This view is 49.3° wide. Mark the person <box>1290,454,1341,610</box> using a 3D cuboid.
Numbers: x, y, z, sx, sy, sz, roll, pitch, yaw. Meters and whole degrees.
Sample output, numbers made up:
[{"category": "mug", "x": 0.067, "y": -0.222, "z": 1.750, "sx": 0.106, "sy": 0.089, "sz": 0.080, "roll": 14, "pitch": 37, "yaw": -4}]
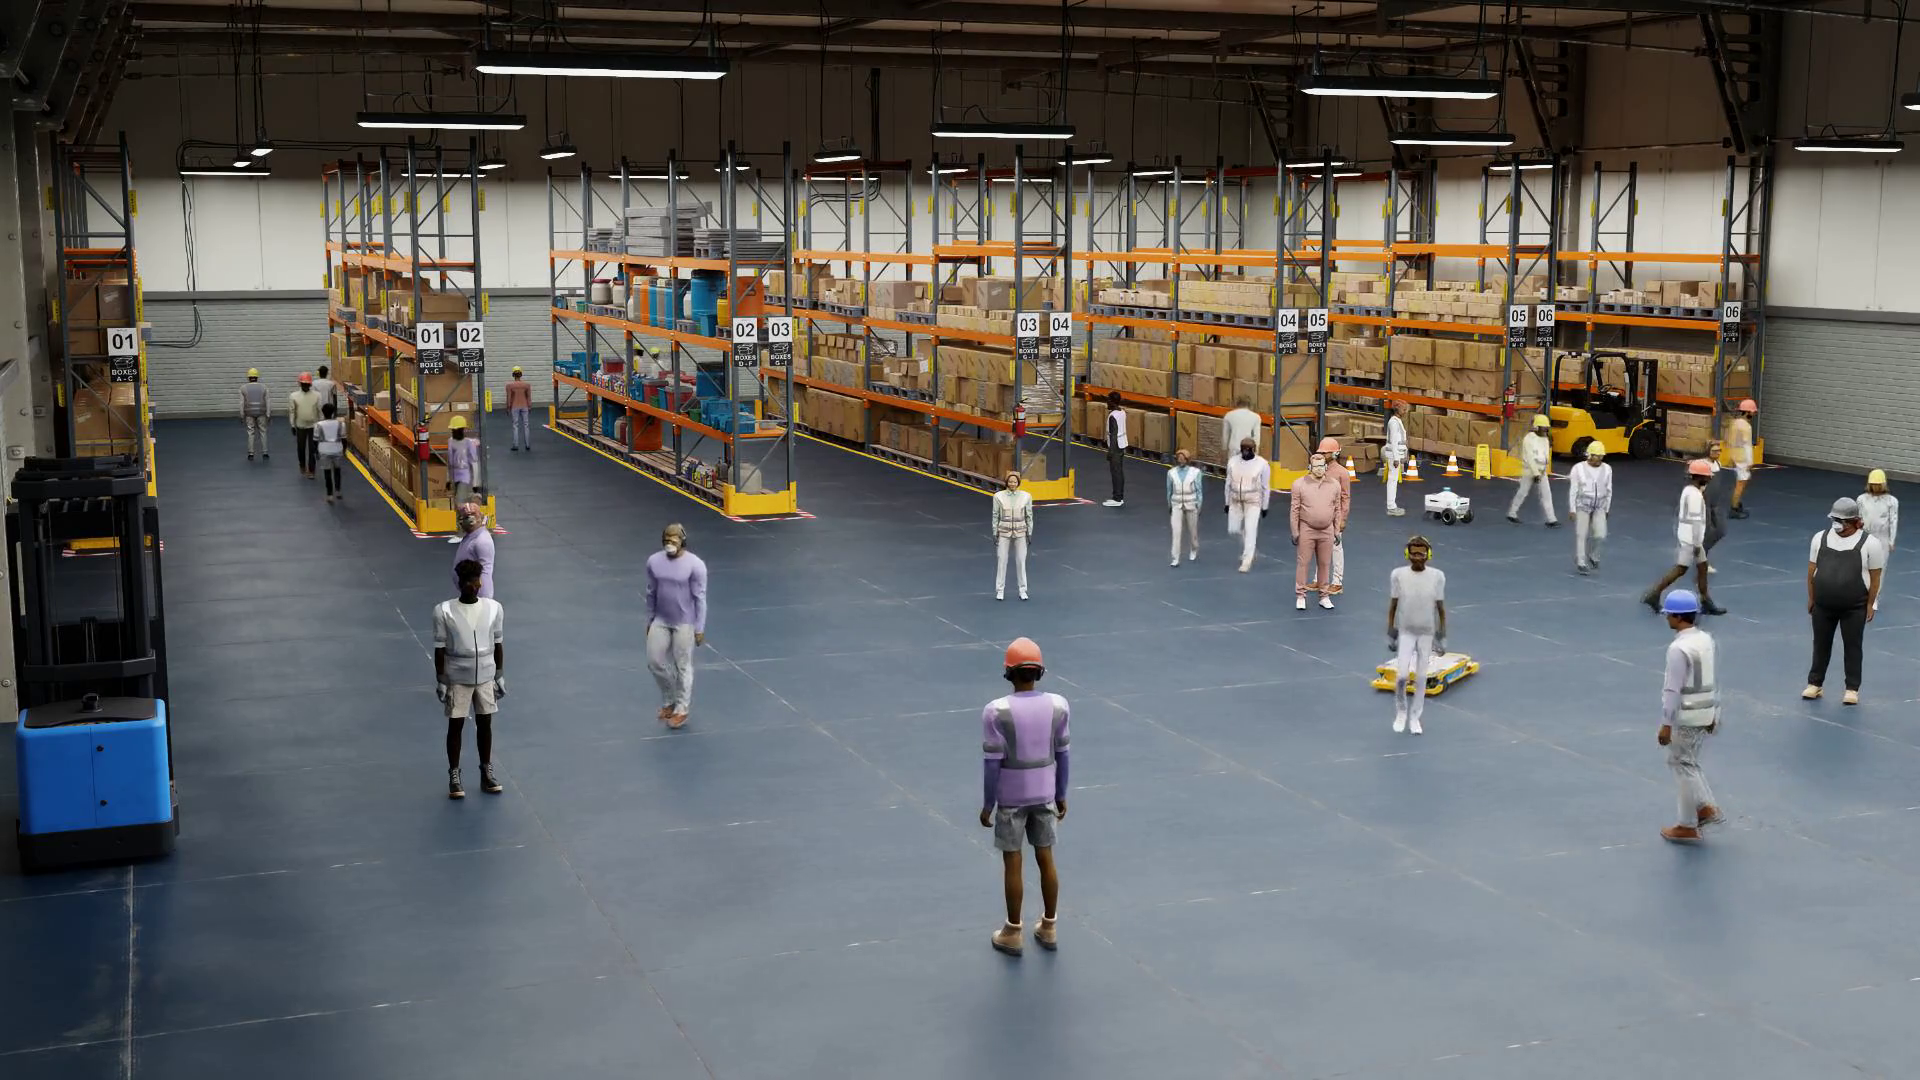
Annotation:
[{"category": "person", "x": 4.362, "y": -0.103, "z": 25.638, "sx": 0.649, "sy": 1.907, "sz": 0.409, "roll": -1, "pitch": 9, "yaw": -8}]

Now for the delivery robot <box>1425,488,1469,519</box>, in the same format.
[{"category": "delivery robot", "x": 7.716, "y": -0.587, "z": 33.182, "sx": 0.477, "sy": 0.478, "sz": 0.707, "roll": -6, "pitch": 10, "yaw": -35}]

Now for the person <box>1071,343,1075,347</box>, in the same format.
[{"category": "person", "x": 3.003, "y": -4.395, "z": 55.256, "sx": 0.818, "sy": 1.589, "sz": 0.526, "roll": 1, "pitch": 9, "yaw": 4}]

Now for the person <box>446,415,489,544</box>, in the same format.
[{"category": "person", "x": -7.346, "y": -0.925, "z": 31.134, "sx": 0.602, "sy": 1.901, "sz": 0.734, "roll": 8, "pitch": 12, "yaw": 42}]

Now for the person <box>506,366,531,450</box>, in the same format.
[{"category": "person", "x": -9.236, "y": -2.756, "z": 43.824, "sx": 0.523, "sy": 1.760, "sz": 0.324, "roll": -4, "pitch": 9, "yaw": -26}]

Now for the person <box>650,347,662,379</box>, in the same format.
[{"category": "person", "x": -7.354, "y": -3.857, "z": 51.212, "sx": 0.710, "sy": 1.745, "sz": 0.537, "roll": -4, "pitch": 9, "yaw": -22}]

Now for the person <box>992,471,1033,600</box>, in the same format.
[{"category": "person", "x": 0.657, "y": -0.057, "z": 26.262, "sx": 0.513, "sy": 1.630, "sz": 0.318, "roll": 0, "pitch": 9, "yaw": -2}]

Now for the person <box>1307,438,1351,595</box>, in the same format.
[{"category": "person", "x": 4.701, "y": -0.313, "z": 26.748, "sx": 0.381, "sy": 1.994, "sz": 0.622, "roll": -6, "pitch": 11, "yaw": -37}]

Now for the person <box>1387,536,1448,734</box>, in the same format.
[{"category": "person", "x": 4.224, "y": 0.878, "z": 19.277, "sx": 0.537, "sy": 1.849, "sz": 0.483, "roll": 1, "pitch": 9, "yaw": 7}]

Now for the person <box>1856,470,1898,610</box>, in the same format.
[{"category": "person", "x": 11.156, "y": 0.001, "z": 25.538, "sx": 0.498, "sy": 1.726, "sz": 0.451, "roll": 5, "pitch": 10, "yaw": 30}]

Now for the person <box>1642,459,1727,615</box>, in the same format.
[{"category": "person", "x": 8.765, "y": -0.041, "z": 25.275, "sx": 0.954, "sy": 1.904, "sz": 0.558, "roll": 2, "pitch": 9, "yaw": 14}]

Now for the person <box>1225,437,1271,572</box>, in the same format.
[{"category": "person", "x": 3.910, "y": -0.497, "z": 28.511, "sx": 0.645, "sy": 1.832, "sz": 0.506, "roll": 5, "pitch": 10, "yaw": 30}]

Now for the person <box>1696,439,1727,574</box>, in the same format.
[{"category": "person", "x": 10.118, "y": -0.456, "z": 28.241, "sx": 0.545, "sy": 1.829, "sz": 0.400, "roll": -6, "pitch": 11, "yaw": -36}]

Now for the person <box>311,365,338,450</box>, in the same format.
[{"category": "person", "x": -13.039, "y": -2.661, "z": 42.905, "sx": 0.562, "sy": 1.836, "sz": 0.847, "roll": -3, "pitch": 9, "yaw": -22}]

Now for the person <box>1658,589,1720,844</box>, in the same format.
[{"category": "person", "x": 5.512, "y": 1.336, "z": 15.955, "sx": 0.462, "sy": 1.926, "sz": 0.628, "roll": 7, "pitch": 11, "yaw": 37}]

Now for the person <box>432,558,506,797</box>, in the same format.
[{"category": "person", "x": -4.038, "y": 1.121, "z": 17.278, "sx": 0.606, "sy": 1.967, "sz": 0.367, "roll": -5, "pitch": 10, "yaw": -32}]

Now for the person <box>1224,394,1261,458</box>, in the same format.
[{"category": "person", "x": 4.727, "y": -1.510, "z": 35.113, "sx": 0.637, "sy": 1.891, "sz": 1.013, "roll": 2, "pitch": 9, "yaw": 13}]

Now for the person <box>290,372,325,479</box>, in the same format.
[{"category": "person", "x": -12.109, "y": -2.125, "z": 38.887, "sx": 0.616, "sy": 1.978, "sz": 0.429, "roll": -3, "pitch": 9, "yaw": -19}]

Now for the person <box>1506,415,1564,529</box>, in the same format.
[{"category": "person", "x": 8.929, "y": -1.071, "z": 32.541, "sx": 0.573, "sy": 1.779, "sz": 0.958, "roll": -6, "pitch": 10, "yaw": -35}]

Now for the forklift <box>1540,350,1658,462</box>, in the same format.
[{"category": "forklift", "x": 12.897, "y": -2.725, "z": 42.309, "sx": 2.313, "sy": 2.155, "sz": 1.214, "roll": -3, "pitch": 9, "yaw": -21}]

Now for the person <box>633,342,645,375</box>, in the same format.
[{"category": "person", "x": -7.629, "y": -3.806, "z": 50.372, "sx": 0.926, "sy": 1.884, "sz": 0.616, "roll": -4, "pitch": 9, "yaw": -23}]

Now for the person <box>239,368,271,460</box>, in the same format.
[{"category": "person", "x": -14.180, "y": -2.539, "z": 42.124, "sx": 0.600, "sy": 1.830, "sz": 0.403, "roll": -3, "pitch": 9, "yaw": -21}]

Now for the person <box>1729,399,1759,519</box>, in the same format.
[{"category": "person", "x": 12.594, "y": -1.297, "z": 33.560, "sx": 0.518, "sy": 1.916, "sz": 0.567, "roll": 0, "pitch": 9, "yaw": 2}]

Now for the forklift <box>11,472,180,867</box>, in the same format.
[{"category": "forklift", "x": -6.630, "y": 0.886, "z": 15.957, "sx": 1.129, "sy": 2.768, "sz": 1.873, "roll": -3, "pitch": 9, "yaw": -21}]

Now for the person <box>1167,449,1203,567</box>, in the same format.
[{"category": "person", "x": 3.132, "y": -0.474, "z": 29.097, "sx": 0.521, "sy": 1.609, "sz": 0.785, "roll": 3, "pitch": 9, "yaw": 17}]

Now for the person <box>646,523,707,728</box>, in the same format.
[{"category": "person", "x": -2.660, "y": 0.794, "z": 19.571, "sx": 0.661, "sy": 1.928, "sz": 0.422, "roll": 3, "pitch": 9, "yaw": 22}]

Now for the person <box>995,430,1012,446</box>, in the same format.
[{"category": "person", "x": 0.875, "y": -2.484, "z": 41.696, "sx": 0.565, "sy": 1.844, "sz": 0.741, "roll": -3, "pitch": 9, "yaw": -17}]

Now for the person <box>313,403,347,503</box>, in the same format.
[{"category": "person", "x": -10.723, "y": -1.490, "z": 35.607, "sx": 0.558, "sy": 1.674, "sz": 0.593, "roll": -4, "pitch": 9, "yaw": -25}]

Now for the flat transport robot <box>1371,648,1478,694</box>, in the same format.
[{"category": "flat transport robot", "x": 4.801, "y": 1.341, "z": 21.580, "sx": 0.652, "sy": 0.197, "sz": 1.431, "roll": 5, "pitch": 10, "yaw": 31}]

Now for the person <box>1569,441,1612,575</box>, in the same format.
[{"category": "person", "x": 8.484, "y": -0.436, "z": 28.184, "sx": 0.610, "sy": 1.818, "sz": 0.422, "roll": 0, "pitch": 9, "yaw": -3}]

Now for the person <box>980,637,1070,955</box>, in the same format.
[{"category": "person", "x": 0.407, "y": 1.641, "z": 13.556, "sx": 0.615, "sy": 2.041, "sz": 0.391, "roll": -4, "pitch": 9, "yaw": -23}]

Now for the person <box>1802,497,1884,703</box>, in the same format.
[{"category": "person", "x": 8.671, "y": 0.603, "z": 20.628, "sx": 0.683, "sy": 2.000, "sz": 0.536, "roll": 7, "pitch": 11, "yaw": 39}]

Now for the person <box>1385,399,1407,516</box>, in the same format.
[{"category": "person", "x": 7.094, "y": -1.354, "z": 34.047, "sx": 0.355, "sy": 1.887, "sz": 0.573, "roll": 2, "pitch": 9, "yaw": 14}]

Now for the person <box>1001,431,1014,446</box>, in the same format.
[{"category": "person", "x": 1.083, "y": -2.934, "z": 44.615, "sx": 0.600, "sy": 1.873, "sz": 0.424, "roll": -3, "pitch": 9, "yaw": -20}]

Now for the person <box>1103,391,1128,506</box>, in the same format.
[{"category": "person", "x": 2.618, "y": -1.537, "z": 35.165, "sx": 0.392, "sy": 1.918, "sz": 0.588, "roll": 3, "pitch": 9, "yaw": 18}]

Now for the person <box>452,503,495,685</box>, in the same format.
[{"category": "person", "x": -4.928, "y": 0.564, "z": 21.216, "sx": 0.406, "sy": 1.901, "sz": 0.639, "roll": -4, "pitch": 9, "yaw": -25}]
